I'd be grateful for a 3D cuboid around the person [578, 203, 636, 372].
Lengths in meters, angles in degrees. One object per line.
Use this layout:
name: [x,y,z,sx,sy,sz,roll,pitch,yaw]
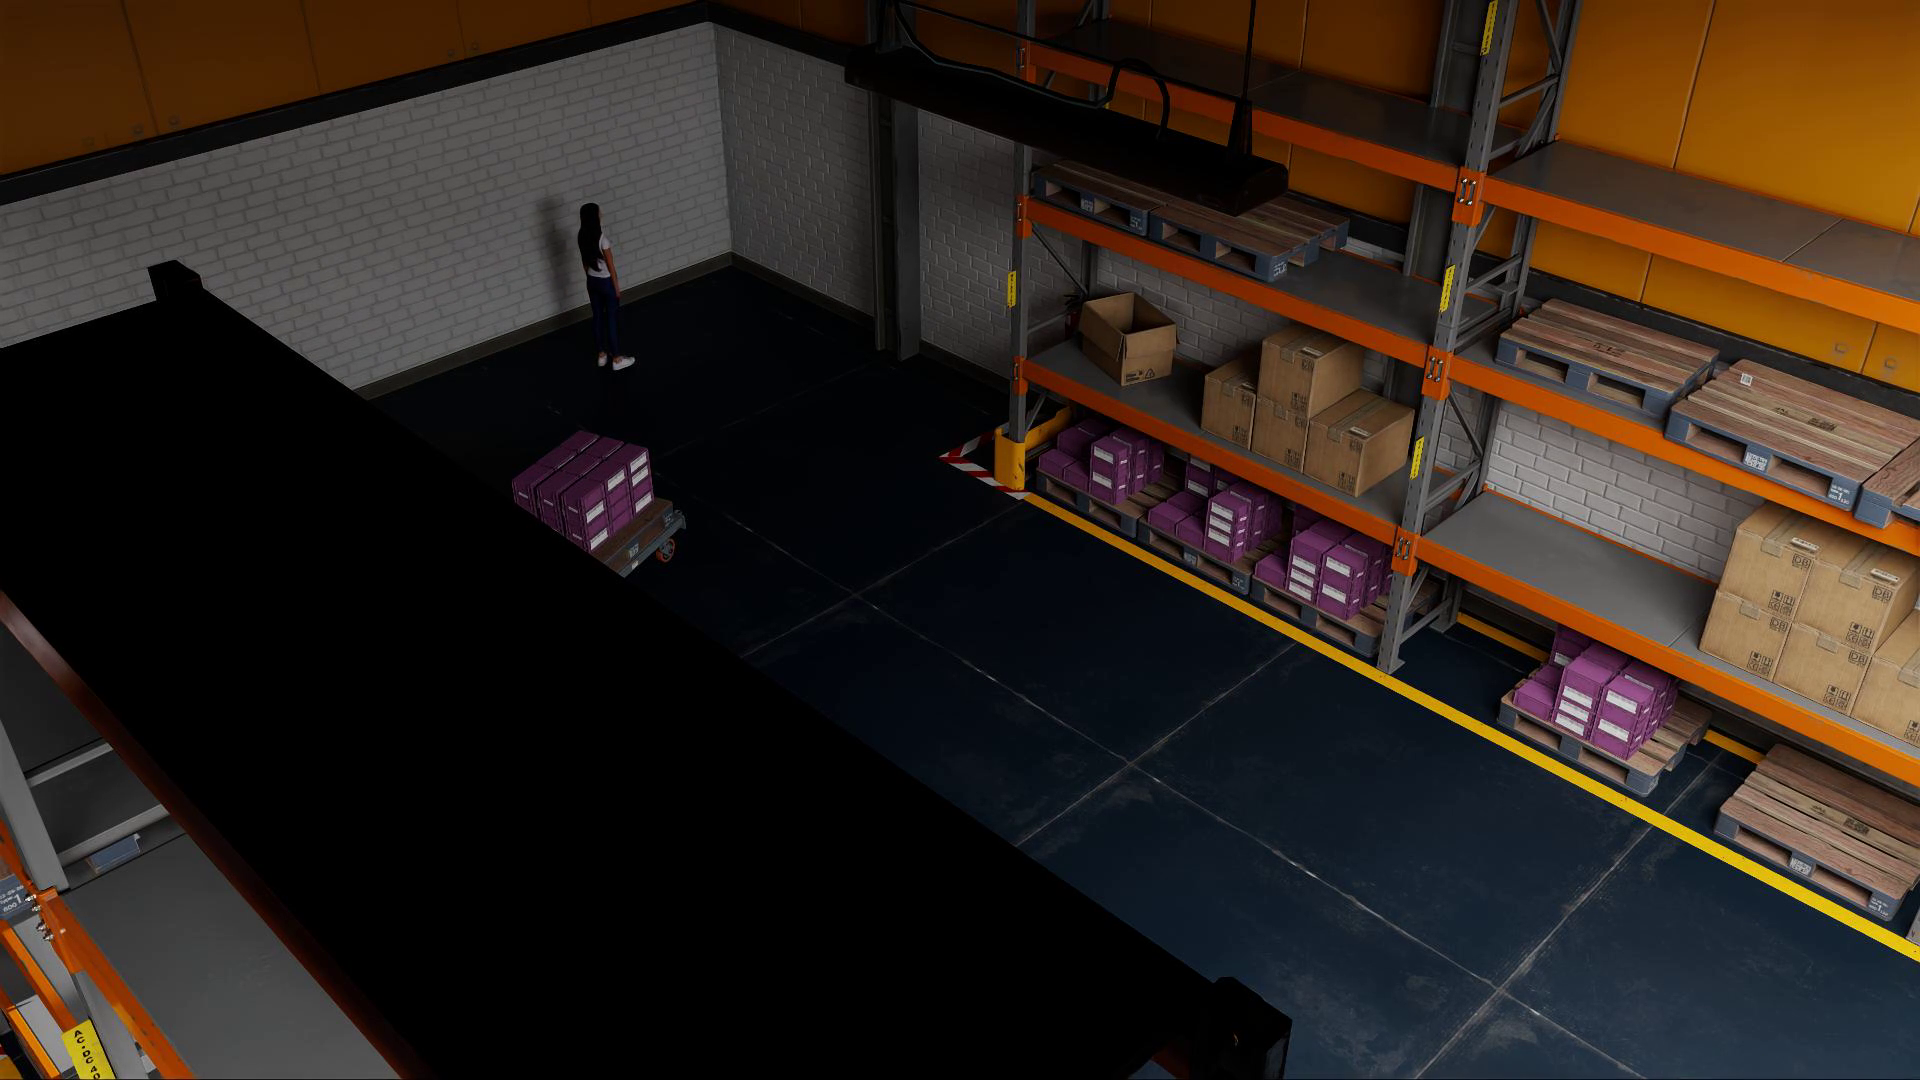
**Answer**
person: [-3.636,-2.570,16.862,0.503,1.774,0.680,22,39,29]
